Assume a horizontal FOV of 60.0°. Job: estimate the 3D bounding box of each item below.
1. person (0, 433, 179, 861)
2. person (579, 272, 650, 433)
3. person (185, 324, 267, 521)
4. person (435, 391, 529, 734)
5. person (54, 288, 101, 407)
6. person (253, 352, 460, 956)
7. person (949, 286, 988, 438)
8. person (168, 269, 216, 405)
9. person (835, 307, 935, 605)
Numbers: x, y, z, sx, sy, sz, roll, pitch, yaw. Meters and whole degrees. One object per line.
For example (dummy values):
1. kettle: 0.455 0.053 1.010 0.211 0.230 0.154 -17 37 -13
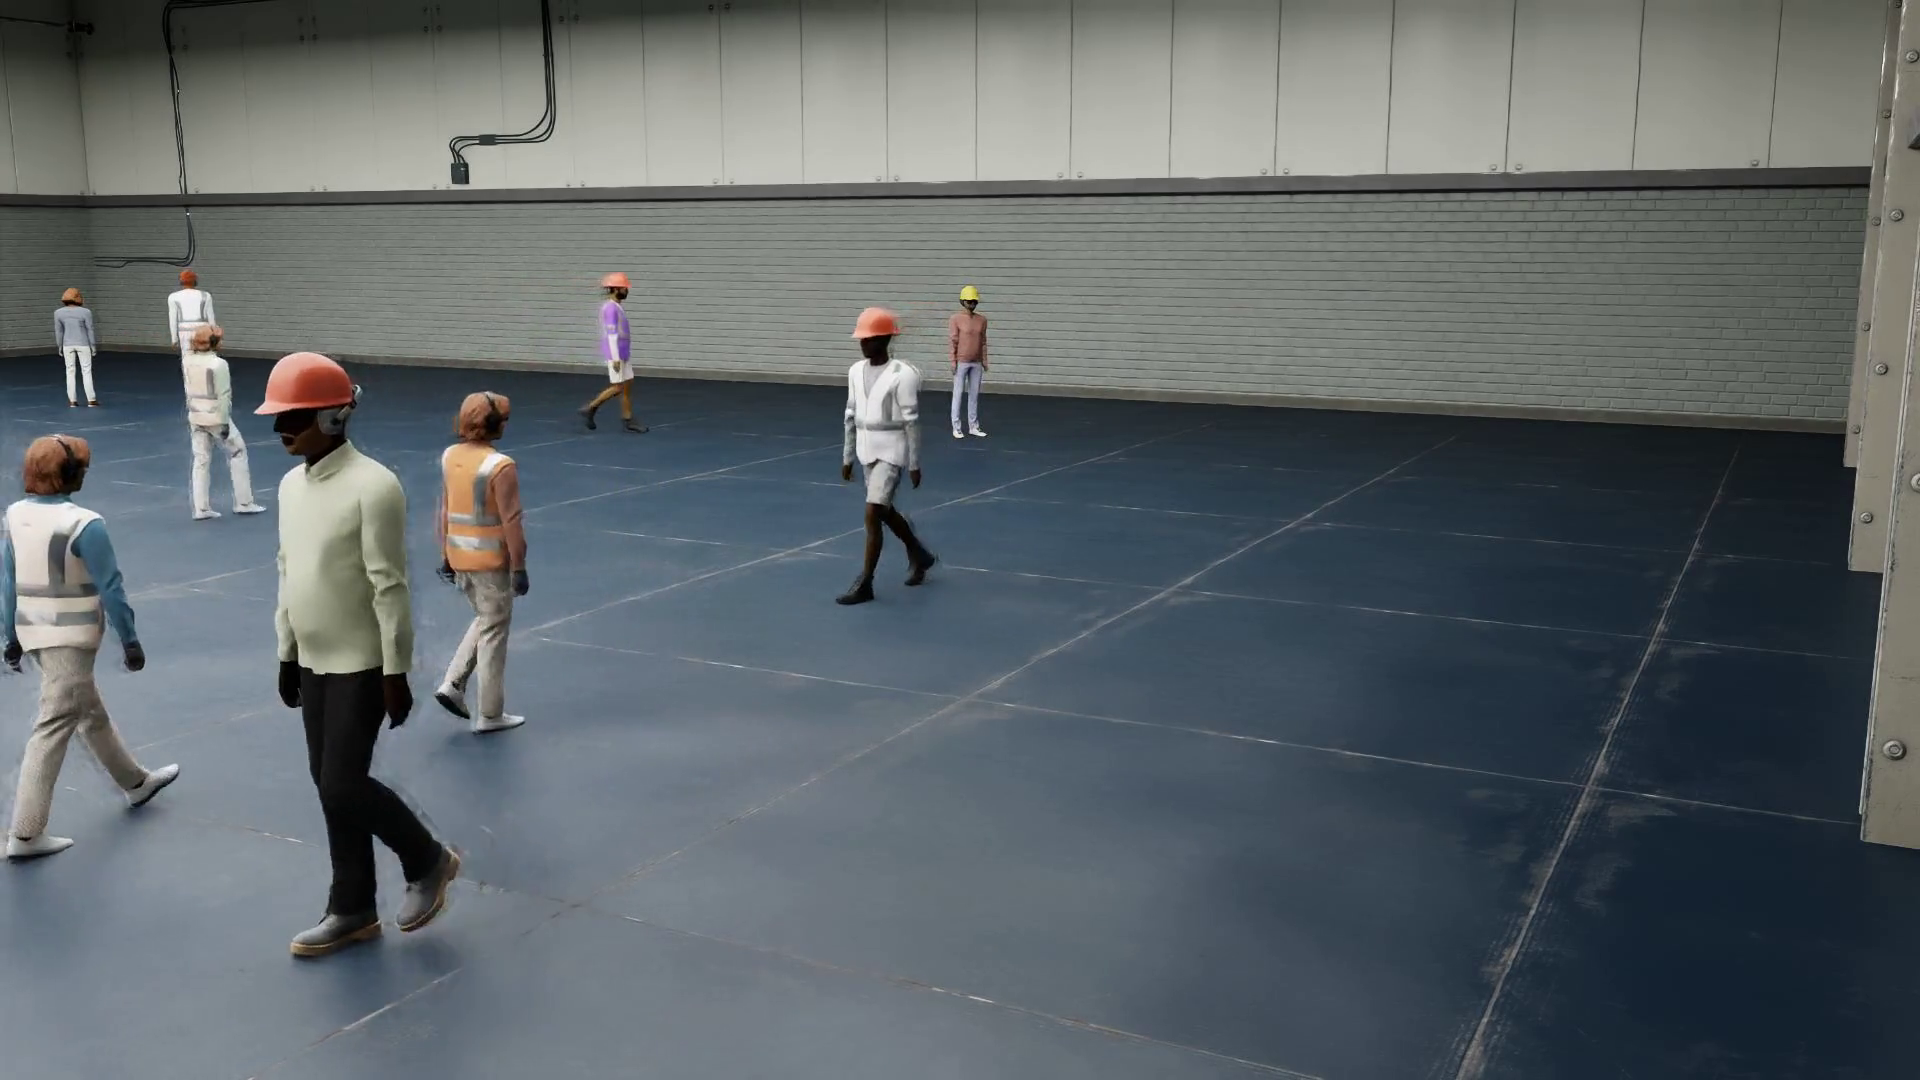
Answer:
1. person: -3.436 0.383 6.477 0.541 1.590 0.875 5 12 27
2. person: -4.106 -2.205 19.686 0.734 1.920 0.561 0 10 2
3. person: -6.162 -0.985 13.870 0.528 1.617 0.666 5 12 26
4. person: -2.234 0.113 7.839 0.538 1.624 0.381 8 13 39
5. person: -12.137 -2.642 22.859 0.498 1.633 0.285 -1 10 -7
6. person: -2.007 0.381 5.423 0.653 1.982 0.453 8 13 38
7. person: 0.105 -2.070 19.383 0.525 1.769 0.310 -7 13 -34
8. person: -10.638 -2.811 23.101 0.581 1.882 0.337 -4 11 -23
9. person: -0.464 -0.570 10.856 0.561 1.908 0.943 9 14 42
